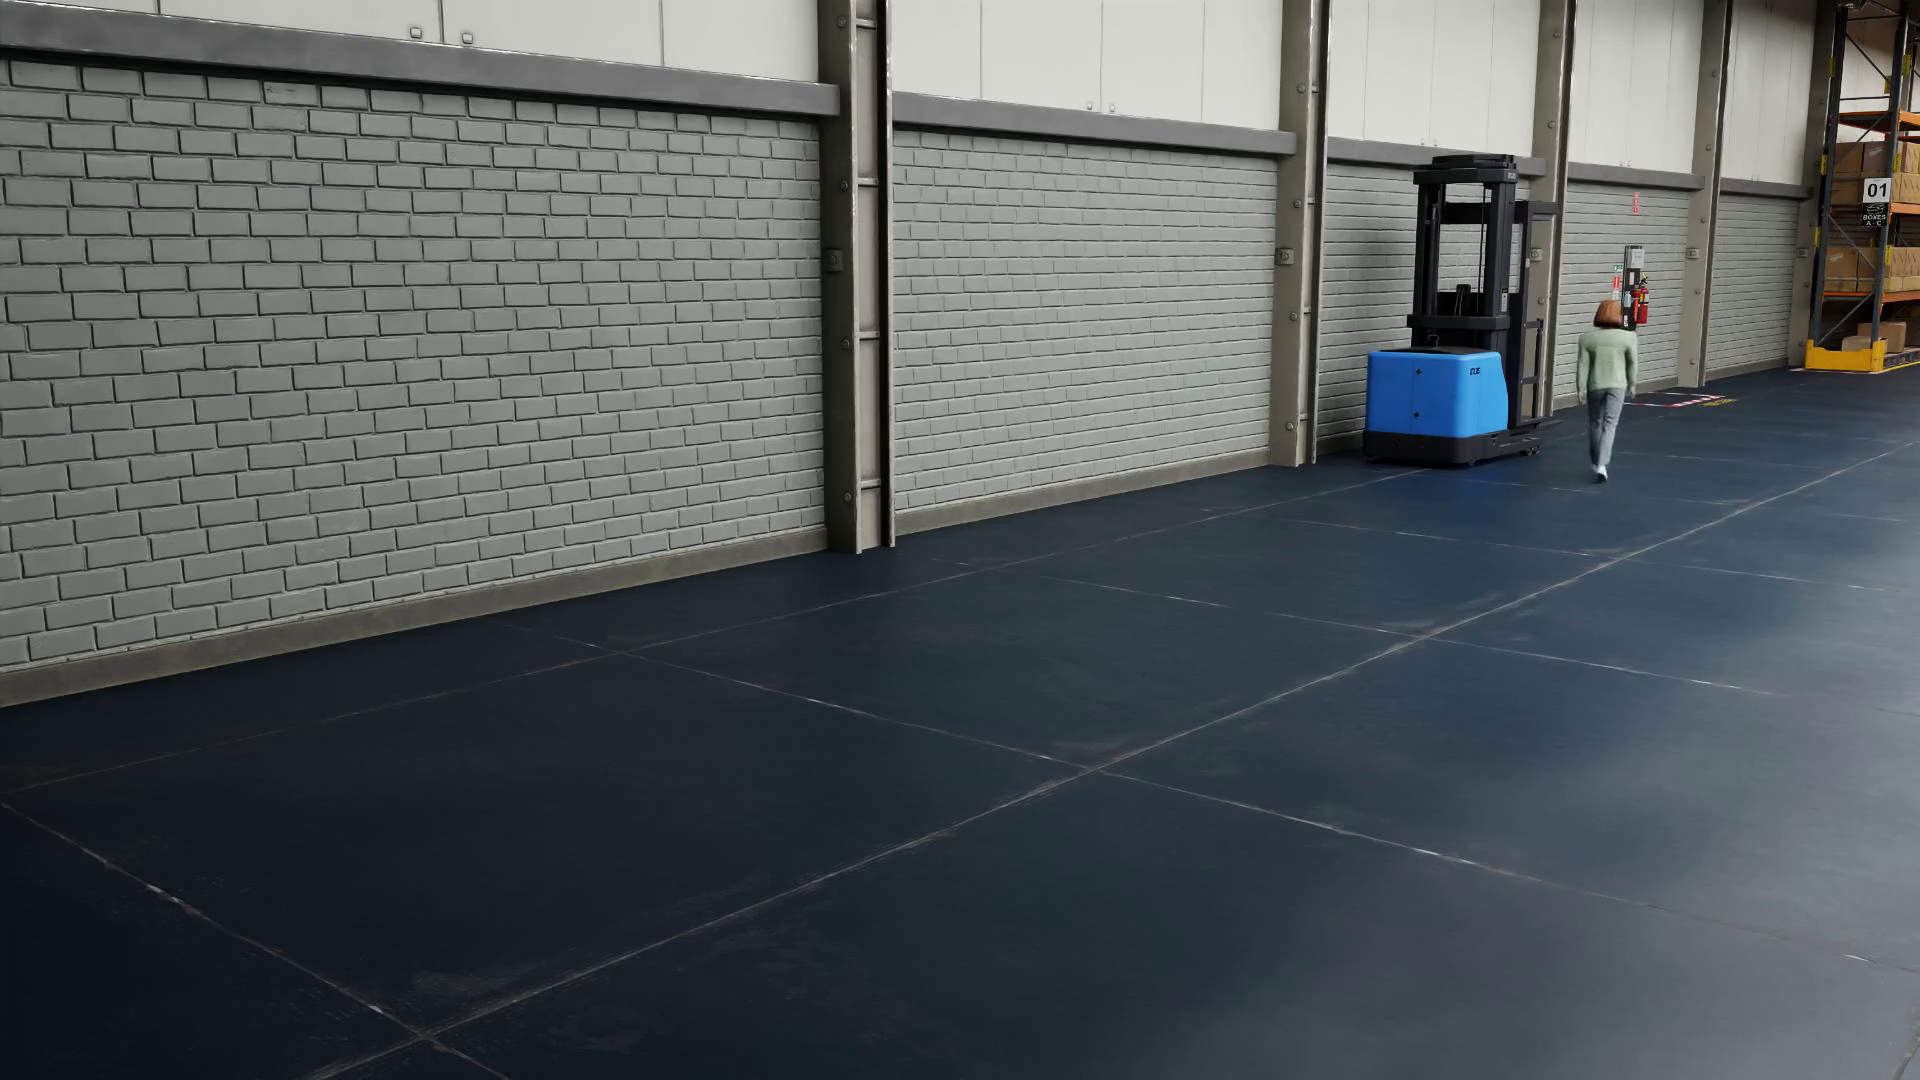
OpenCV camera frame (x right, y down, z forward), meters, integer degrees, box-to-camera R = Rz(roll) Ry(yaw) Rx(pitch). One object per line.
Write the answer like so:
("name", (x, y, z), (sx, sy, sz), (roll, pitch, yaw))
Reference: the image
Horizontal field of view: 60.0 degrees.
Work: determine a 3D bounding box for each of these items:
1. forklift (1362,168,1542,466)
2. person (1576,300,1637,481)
("forklift", (4.875, -2.212, 16.287), (1.129, 2.768, 1.873), (8, 13, 40))
("person", (5.791, -1.351, 14.933), (0.494, 1.592, 0.865), (5, 11, 27))
